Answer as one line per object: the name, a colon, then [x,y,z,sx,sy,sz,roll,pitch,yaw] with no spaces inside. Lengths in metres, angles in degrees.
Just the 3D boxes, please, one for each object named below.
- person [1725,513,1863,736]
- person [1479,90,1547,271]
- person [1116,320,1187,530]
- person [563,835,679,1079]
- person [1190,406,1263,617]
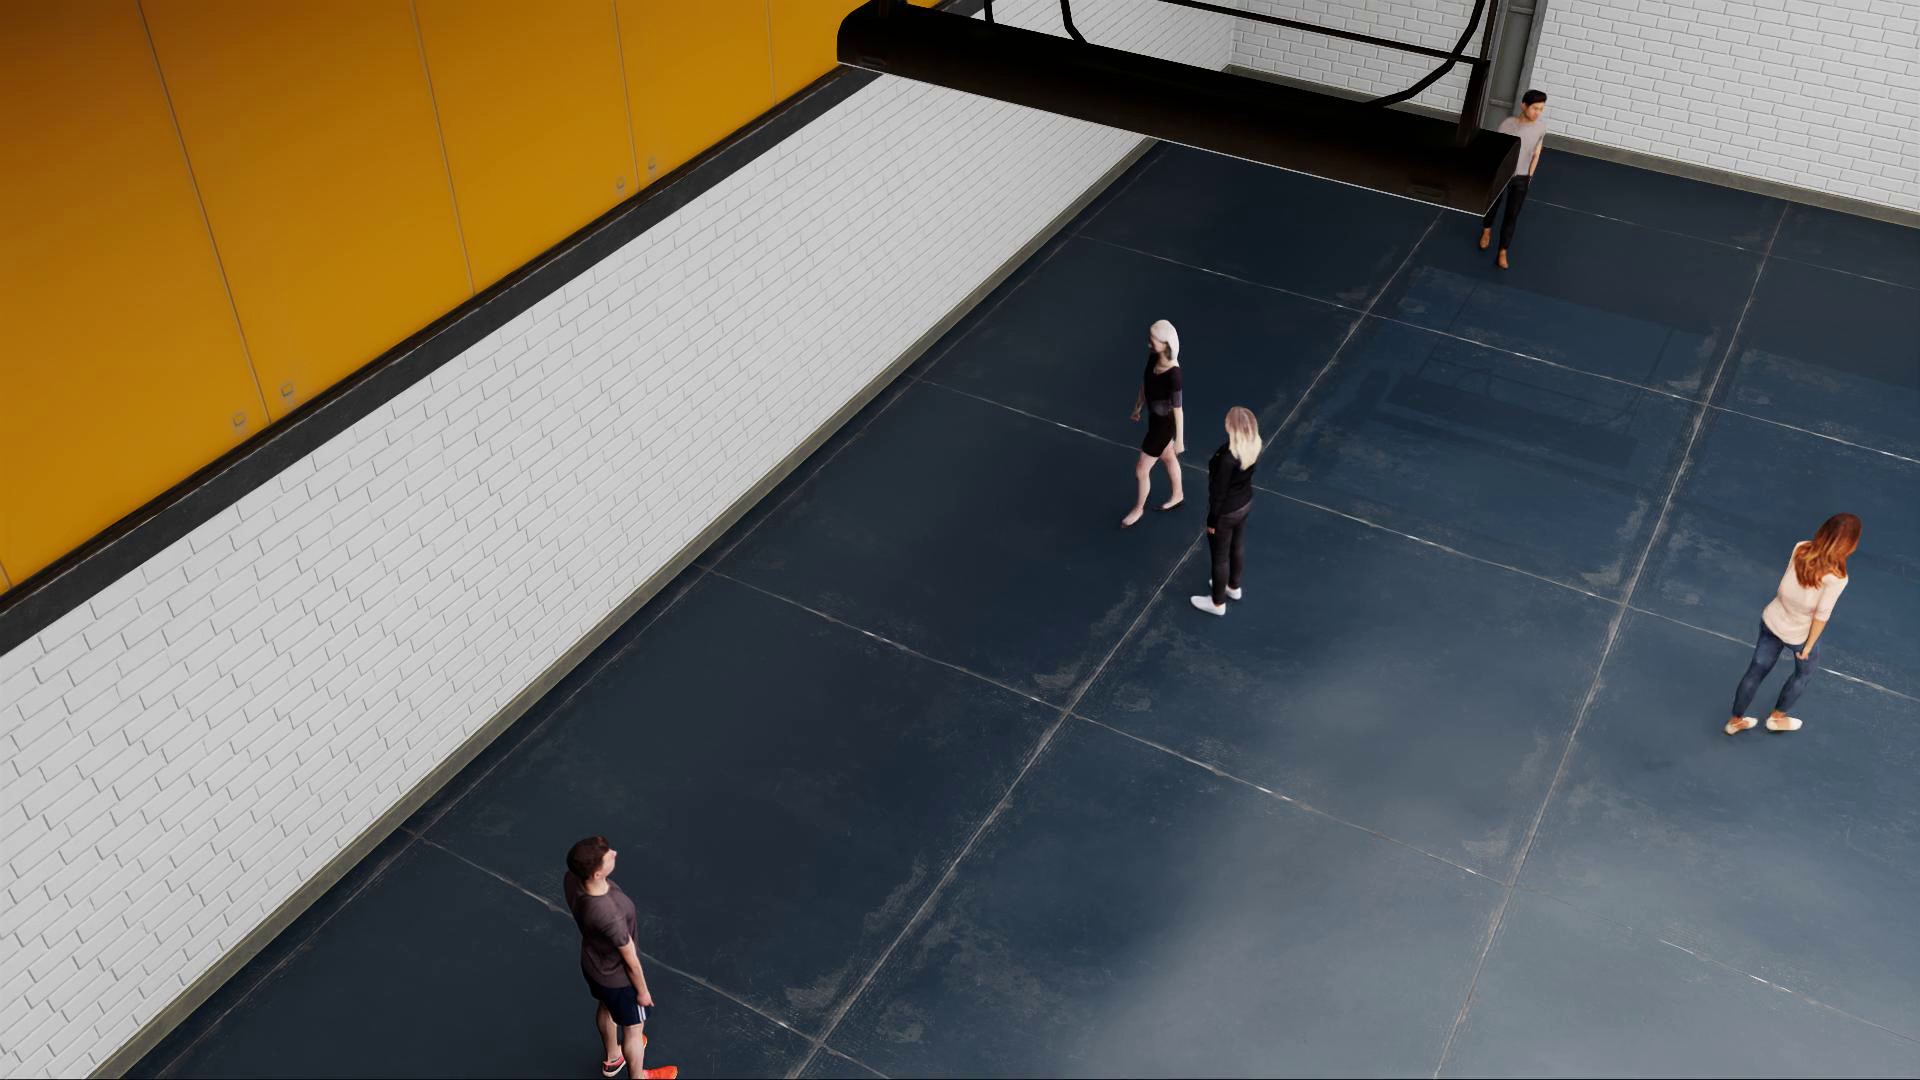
person: [5.174,0.577,10.507,0.866,1.770,0.815,-16,41,-19]
person: [5.163,-3.462,15.645,1.081,1.670,0.905,10,40,12]
person: [1.566,-0.846,12.267,1.041,1.797,0.983,-8,39,-10]
person: [-1.771,2.163,8.455,0.774,1.852,0.588,-30,47,-32]
person: [1.897,-0.204,11.554,0.572,1.684,0.651,27,46,29]
